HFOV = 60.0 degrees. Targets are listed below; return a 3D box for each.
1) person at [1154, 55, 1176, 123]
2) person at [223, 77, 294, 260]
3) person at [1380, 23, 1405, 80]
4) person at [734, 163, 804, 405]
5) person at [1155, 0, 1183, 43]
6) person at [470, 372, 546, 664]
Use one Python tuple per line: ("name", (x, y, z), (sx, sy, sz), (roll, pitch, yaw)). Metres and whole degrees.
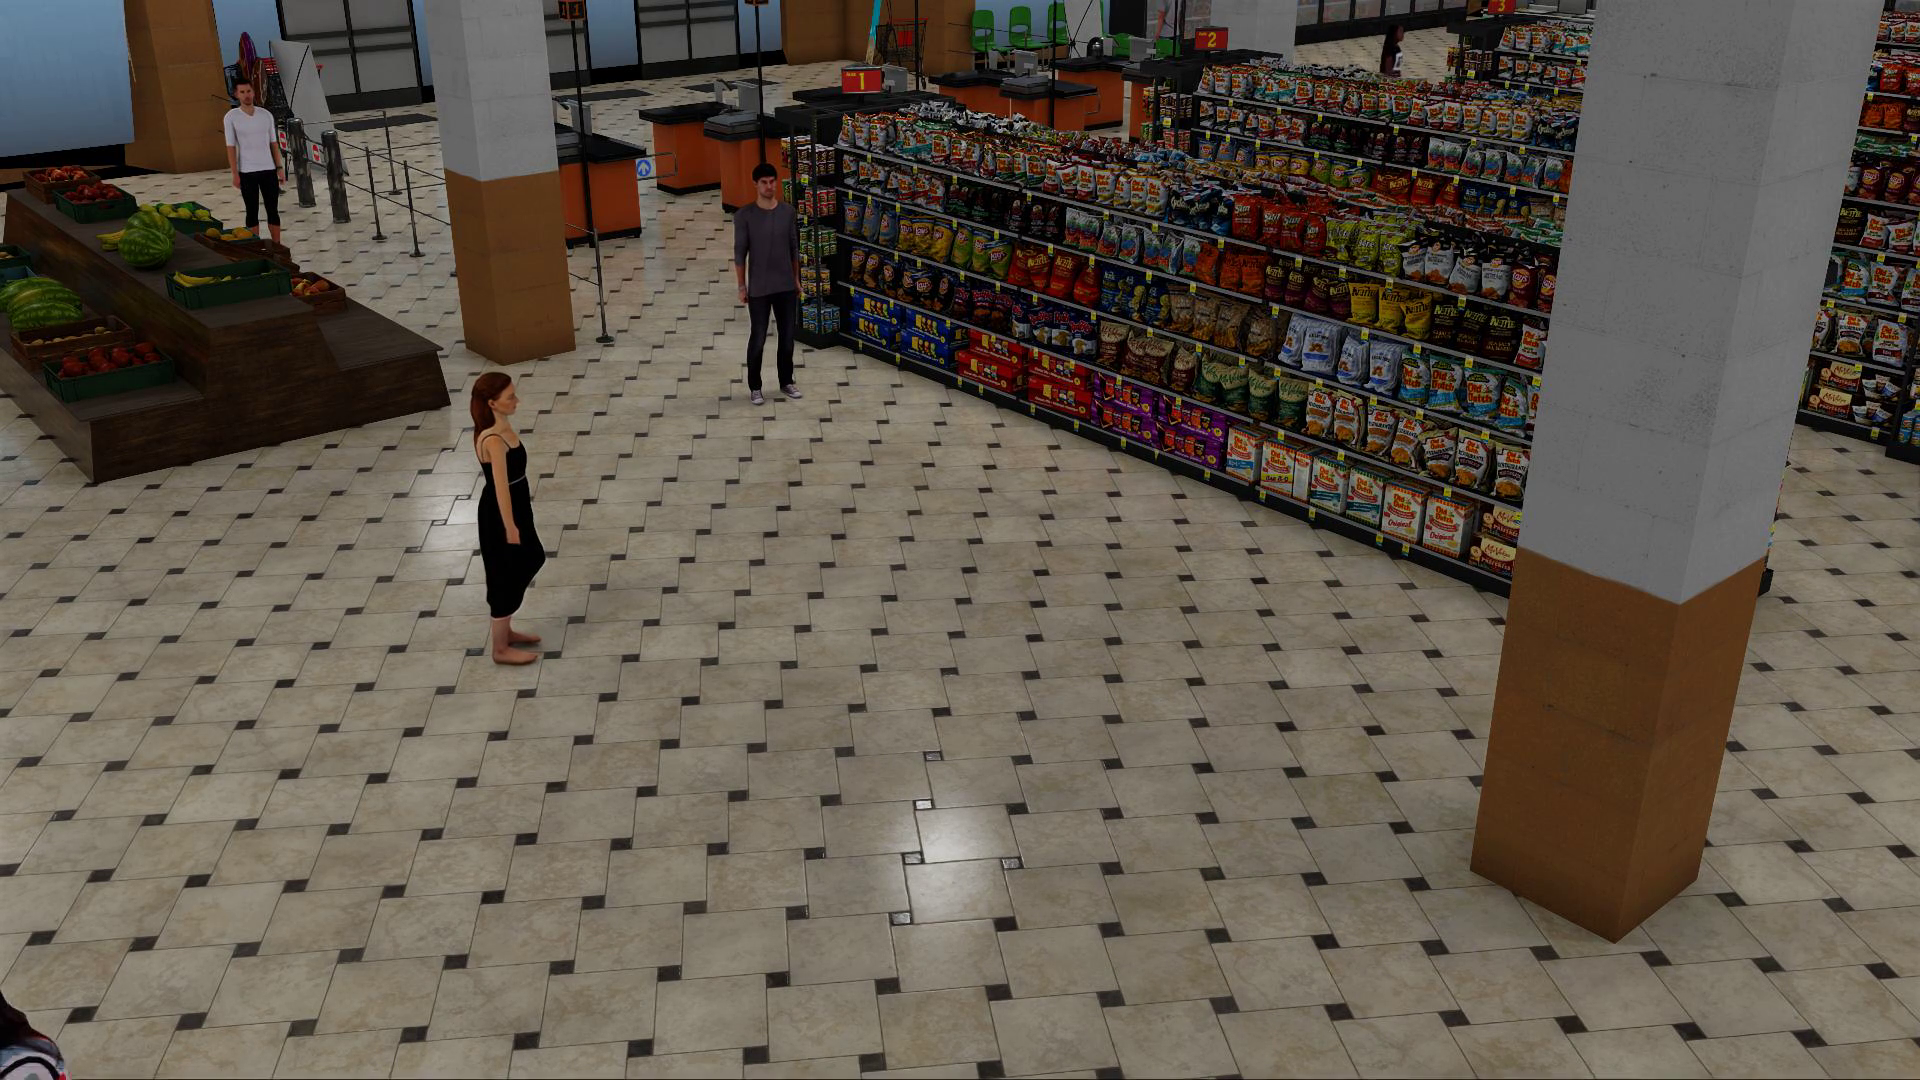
("person", (2.483, -5.027, 20.126), (0.721, 1.628, 0.519), (-15, 28, -30))
("person", (-7.198, -3.786, 17.011), (0.660, 1.851, 0.549), (-18, 29, -35))
("person", (5.665, -6.028, 22.338), (1.262, 1.689, 0.922), (12, 26, 26))
("person", (-1.473, -1.998, 12.924), (0.724, 1.851, 0.602), (-12, 26, -26))
("person", (3.491, -8.555, 27.864), (0.665, 1.888, 0.529), (-19, 30, -36))
("person", (-2.454, -0.118, 8.918), (0.722, 1.619, 0.645), (-3, 24, -6))
